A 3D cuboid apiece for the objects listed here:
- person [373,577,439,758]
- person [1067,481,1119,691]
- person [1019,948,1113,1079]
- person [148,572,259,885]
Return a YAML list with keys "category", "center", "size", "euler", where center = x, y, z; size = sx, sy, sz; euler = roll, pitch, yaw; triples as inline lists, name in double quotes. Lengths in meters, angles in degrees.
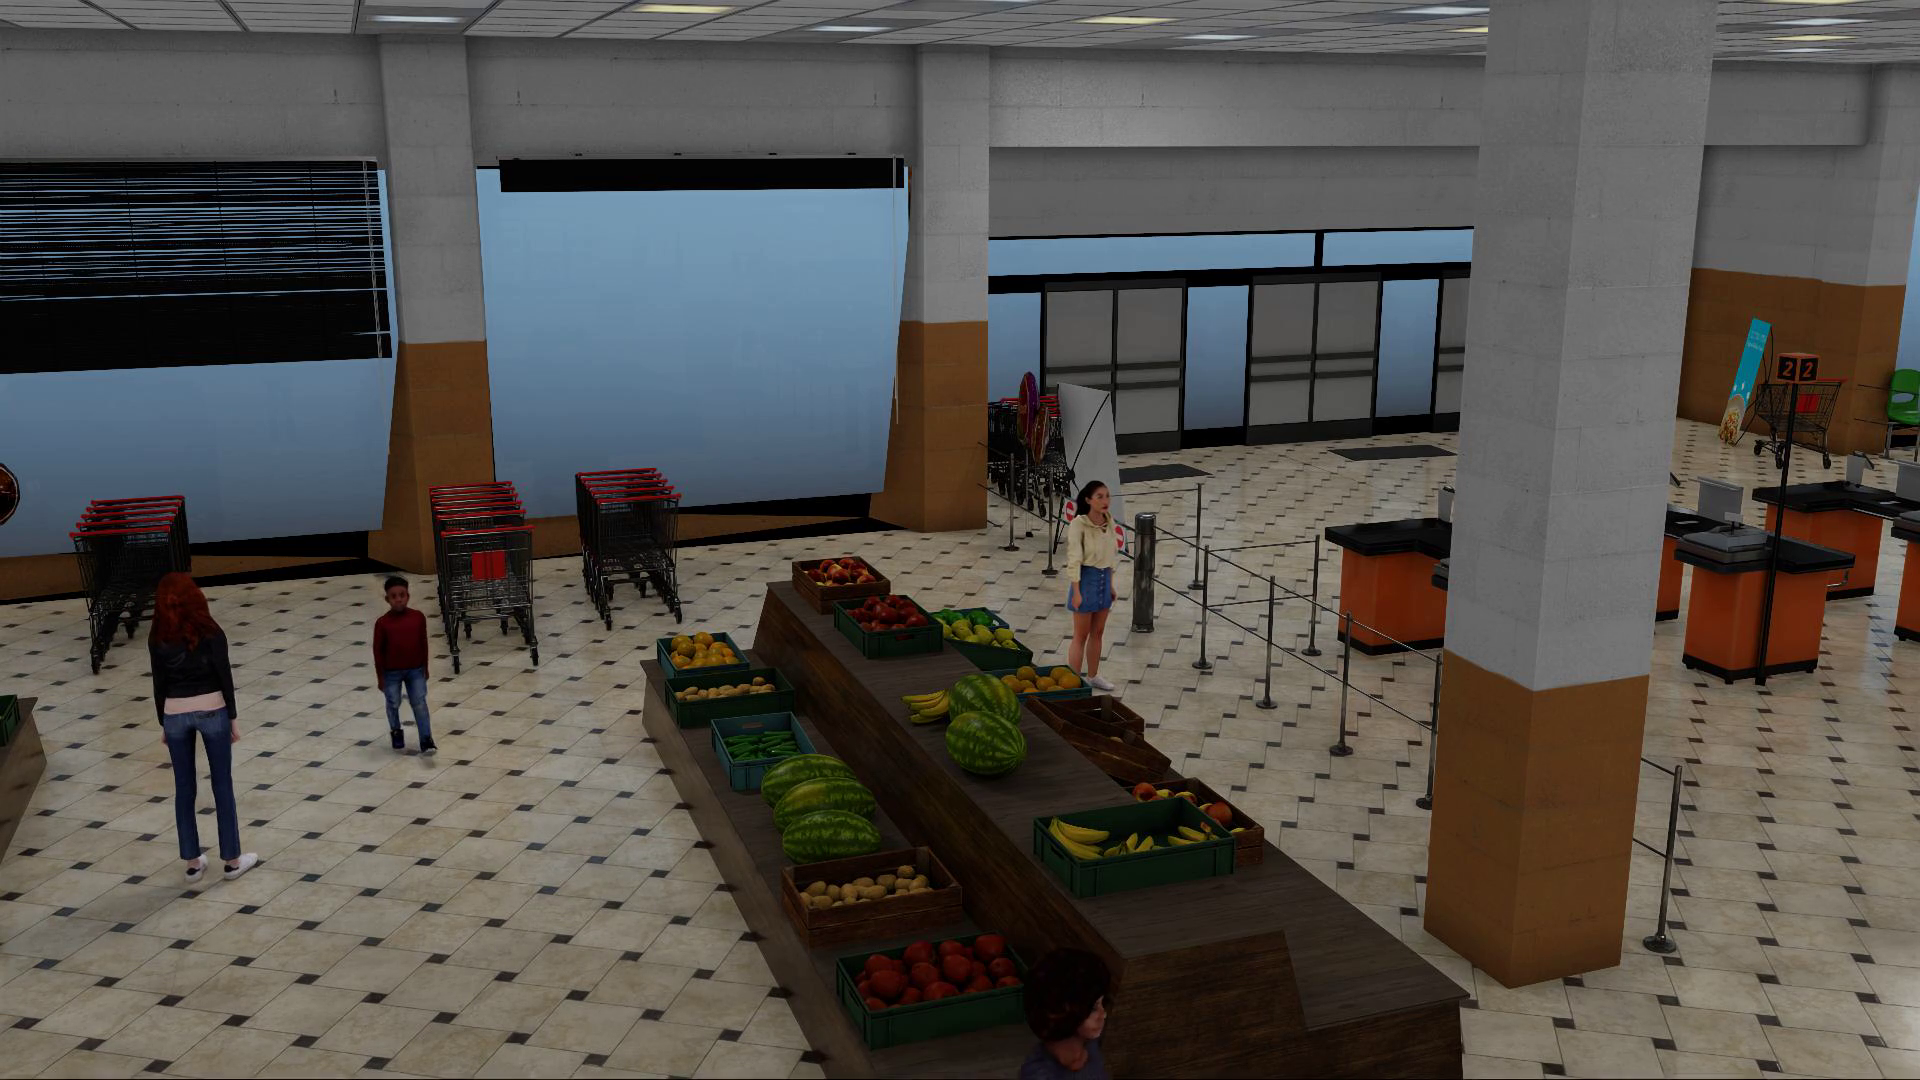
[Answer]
- category: "person"
  center: [-3.795, 0.852, 11.270]
  size: [0.600, 1.231, 0.877]
  euler: [-8, 16, -29]
- category: "person"
  center: [0.985, 0.350, 12.490]
  size: [0.711, 1.631, 0.684]
  euler: [-12, 18, -40]
- category: "person"
  center: [0.223, 2.086, 5.244]
  size: [1.150, 1.673, 0.980]
  euler: [10, 17, 34]
- category: "person"
  center: [-4.270, 1.041, 9.309]
  size: [0.622, 1.789, 0.598]
  euler: [-1, 14, -6]
